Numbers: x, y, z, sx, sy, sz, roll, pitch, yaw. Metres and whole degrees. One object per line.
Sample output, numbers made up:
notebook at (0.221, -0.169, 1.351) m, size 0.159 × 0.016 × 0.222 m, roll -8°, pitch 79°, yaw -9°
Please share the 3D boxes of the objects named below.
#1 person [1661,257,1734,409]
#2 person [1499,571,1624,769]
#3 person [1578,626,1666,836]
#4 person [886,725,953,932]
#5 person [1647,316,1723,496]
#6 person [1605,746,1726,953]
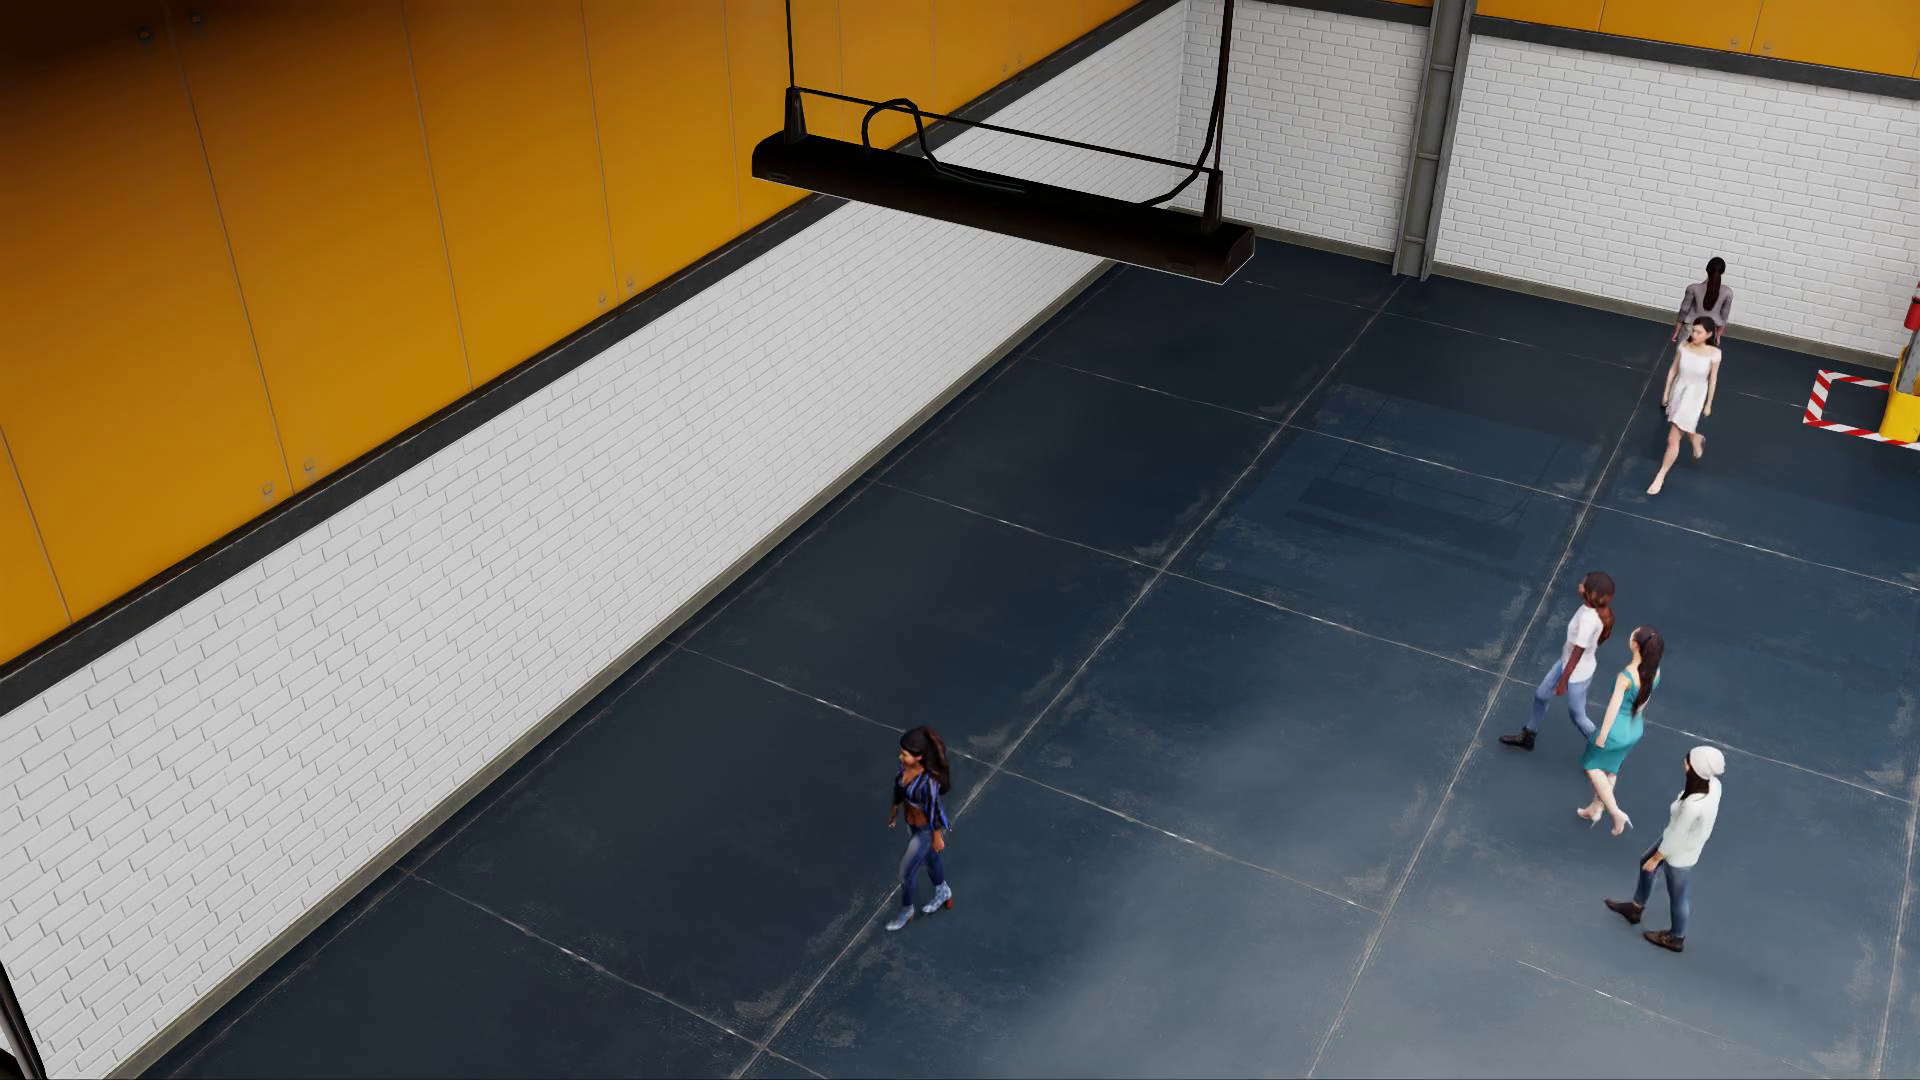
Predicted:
person at (7.338, -2.030, 16.557) m, size 0.623 × 1.678 × 0.751 m, roll 7°, pitch 34°, yaw 11°
person at (4.523, 0.987, 12.011) m, size 1.117 × 1.685 × 0.661 m, roll 14°, pitch 36°, yaw 20°
person at (4.595, 1.366, 11.454) m, size 0.777 × 1.671 × 0.860 m, roll -22°, pitch 40°, yaw -30°
person at (-0.182, 1.837, 10.810) m, size 0.876 × 1.599 × 0.825 m, roll -15°, pitch 37°, yaw -22°
person at (6.775, -1.288, 15.396) m, size 0.925 × 1.726 × 1.205 m, roll -27°, pitch 42°, yaw -34°
person at (4.654, 1.987, 10.551) m, size 0.803 × 1.635 × 0.645 m, roll 20°, pitch 39°, yaw 28°
